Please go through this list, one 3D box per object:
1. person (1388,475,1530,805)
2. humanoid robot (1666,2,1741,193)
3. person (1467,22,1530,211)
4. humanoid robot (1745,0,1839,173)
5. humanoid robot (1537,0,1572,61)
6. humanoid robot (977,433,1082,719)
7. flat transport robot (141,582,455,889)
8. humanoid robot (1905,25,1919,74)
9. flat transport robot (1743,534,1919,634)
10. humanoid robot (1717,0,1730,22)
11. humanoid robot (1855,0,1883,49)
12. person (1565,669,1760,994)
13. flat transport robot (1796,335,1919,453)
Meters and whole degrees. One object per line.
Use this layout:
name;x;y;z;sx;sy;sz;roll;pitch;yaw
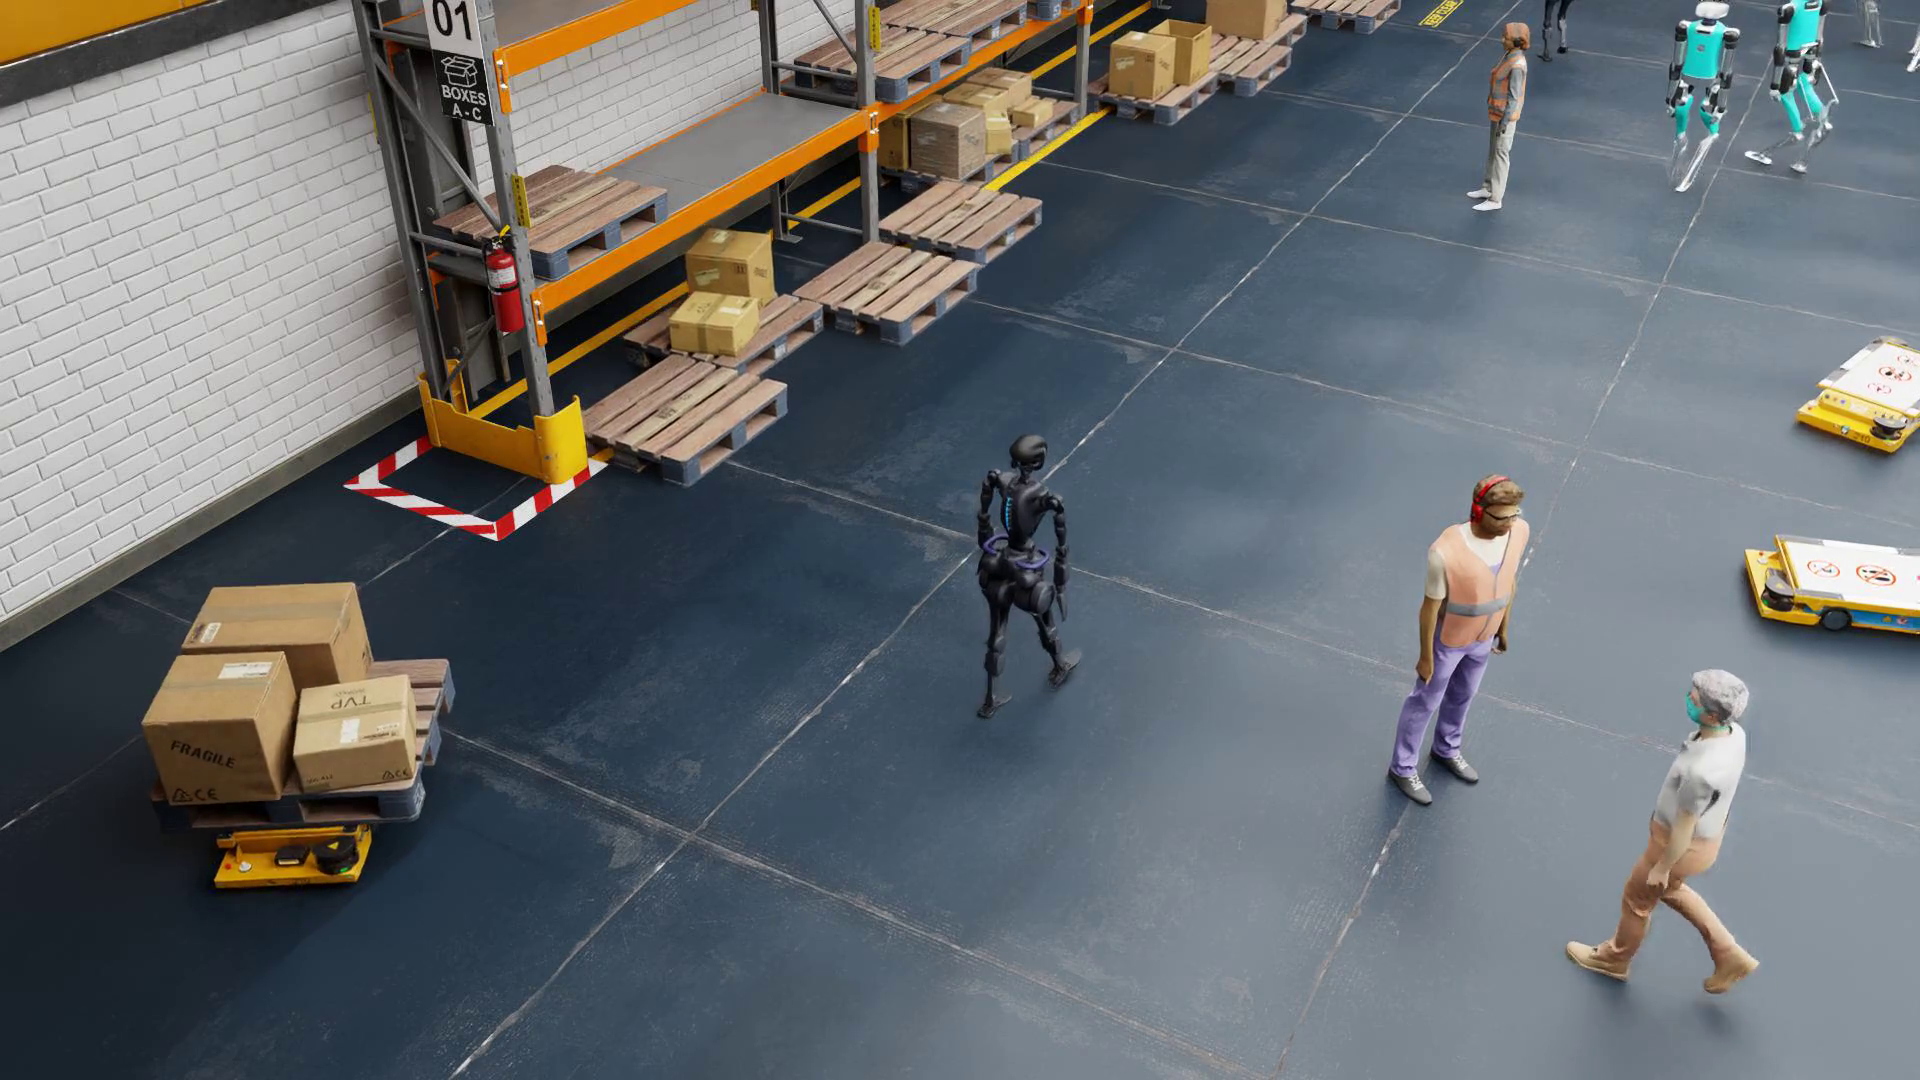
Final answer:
person;2.407;0.457;8.042;0.559;1.836;0.386;-17;37;-24
humanoid robot;6.573;-3.874;14.775;0.544;1.875;0.766;25;41;32
person;4.724;-3.685;14.480;0.306;1.639;0.510;4;34;6
humanoid robot;7.656;-4.108;15.029;0.573;1.768;0.845;-13;36;-19
humanoid robot;6.509;-6.045;18.017;0.588;1.652;0.332;-5;34;-8
humanoid robot;0.338;0.131;8.696;0.589;1.635;0.703;21;39;29
flat transport robot;-3.213;1.174;8.372;0.659;0.231;1.431;-2;34;-3
humanoid robot;10.497;-5.943;17.834;0.879;1.769;0.540;-28;43;-36
flat transport robot;5.393;0.300;9.693;1.431;0.231;0.659;7;34;11
humanoid robot;8.929;-6.824;19.207;0.564;1.642;0.597;-26;41;-33
humanoid robot;10.303;-6.336;18.408;0.708;1.794;0.543;23;40;31
person;3.070;1.262;6.926;0.674;1.723;0.467;20;39;28
flat transport robot;6.538;-1.045;11.730;1.431;0.231;0.659;-28;43;-35
